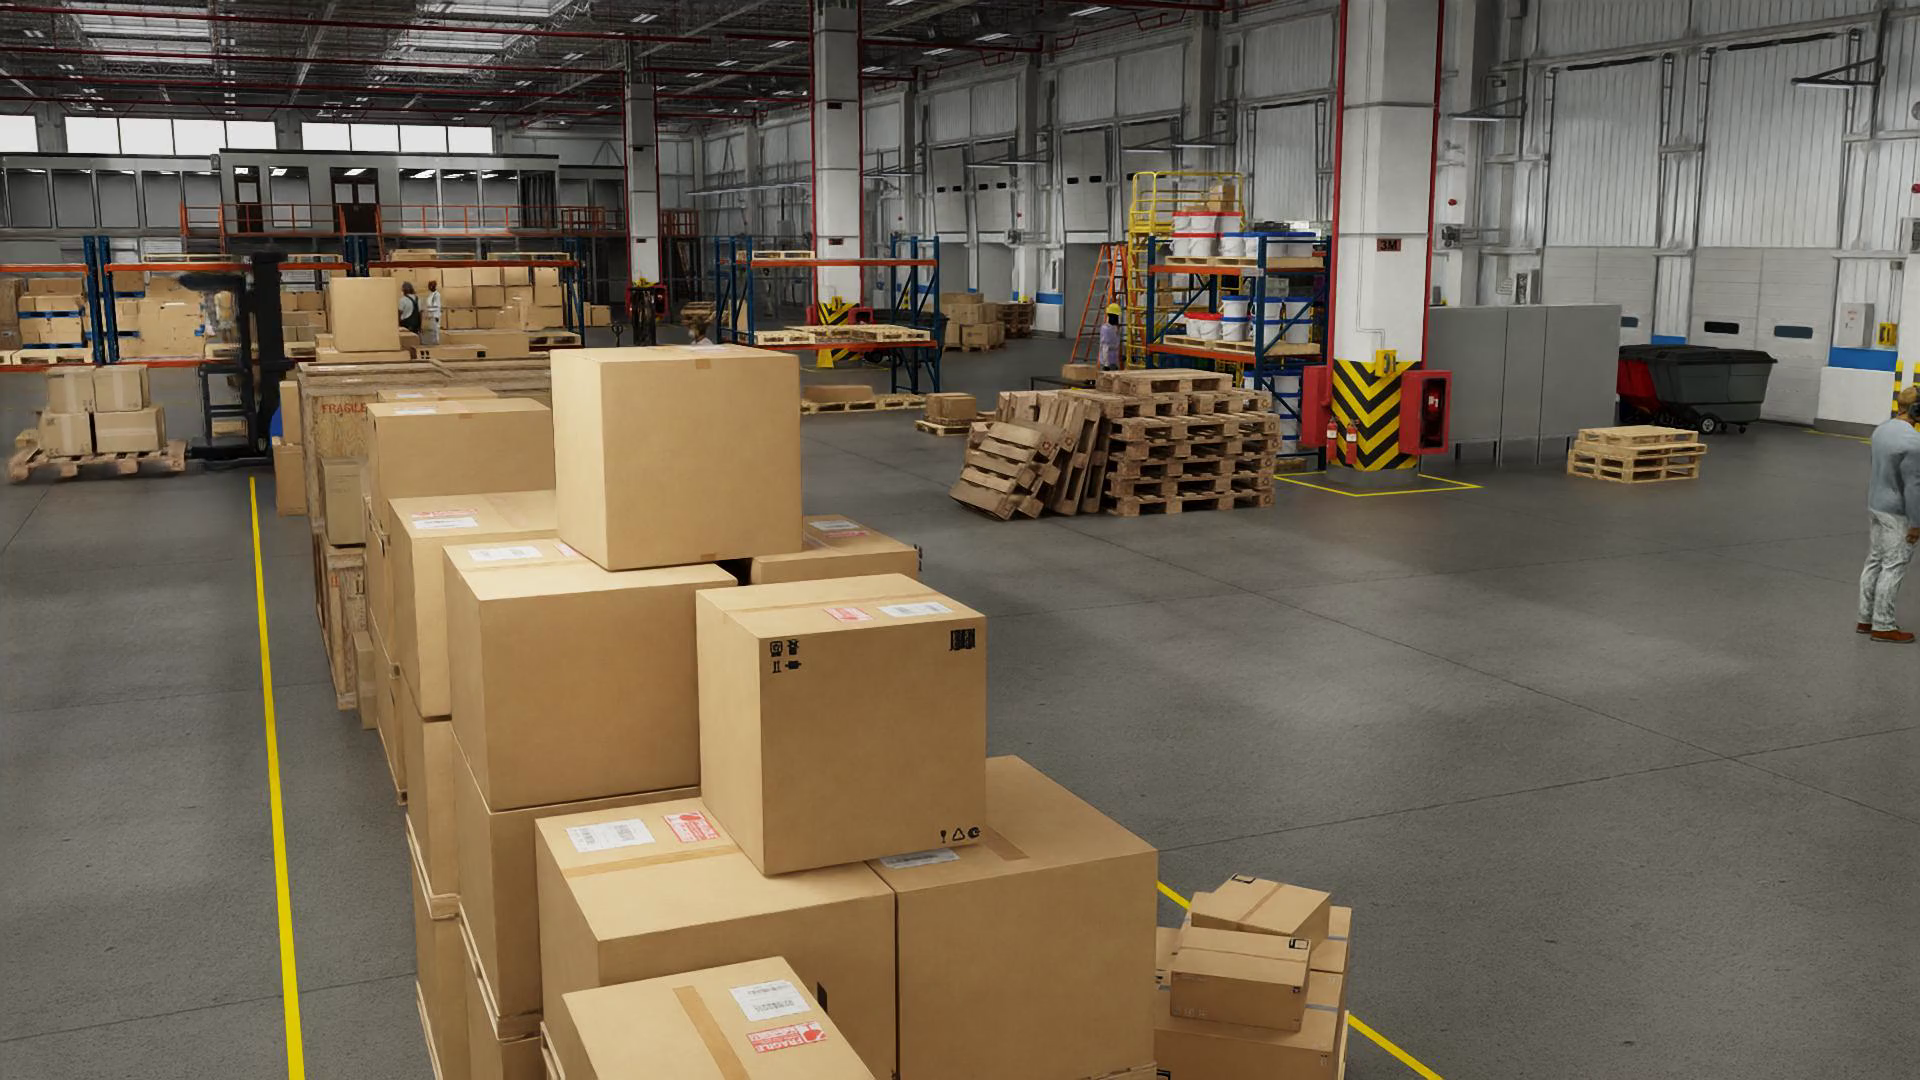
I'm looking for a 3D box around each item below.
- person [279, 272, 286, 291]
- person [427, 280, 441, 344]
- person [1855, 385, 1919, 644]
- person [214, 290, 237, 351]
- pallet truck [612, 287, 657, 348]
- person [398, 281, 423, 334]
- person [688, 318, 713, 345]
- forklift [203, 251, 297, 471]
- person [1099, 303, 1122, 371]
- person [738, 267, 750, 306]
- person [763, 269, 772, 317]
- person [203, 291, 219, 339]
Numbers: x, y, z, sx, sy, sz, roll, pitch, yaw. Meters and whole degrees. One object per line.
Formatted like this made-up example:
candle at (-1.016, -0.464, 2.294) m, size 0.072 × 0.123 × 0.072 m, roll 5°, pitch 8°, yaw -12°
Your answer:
person at (-22.209, -7.814, 54.407) m, size 0.376 × 1.917 × 0.600 m, roll 0°, pitch 10°, yaw 2°
person at (-14.071, -6.002, 44.517) m, size 0.355 × 1.882 × 0.575 m, roll -8°, pitch 13°, yaw -38°
person at (6.961, -0.191, 12.372) m, size 0.372 × 1.930 × 0.636 m, roll 0°, pitch 10°, yaw 2°
person at (-19.484, -5.955, 44.174) m, size 0.544 × 1.920 × 0.584 m, roll -10°, pitch 14°, yaw -43°
pallet truck at (-6.464, -4.406, 35.401) m, size 0.823 × 1.965 × 1.885 m, roll 6°, pitch 12°, yaw 32°
person at (-12.934, -5.115, 39.192) m, size 0.936 × 2.000 × 0.685 m, roll 4°, pitch 11°, yaw 20°
person at (-3.497, -2.023, 22.433) m, size 0.372 × 1.940 × 0.629 m, roll -6°, pitch 12°, yaw -32°
forklift at (-9.010, -2.385, 21.828) m, size 1.873 × 2.768 × 1.129 m, roll -4°, pitch 11°, yaw -23°
person at (2.516, -2.981, 27.752) m, size 0.384 × 1.924 × 0.589 m, roll 4°, pitch 11°, yaw 20°
person at (-9.621, -11.324, 74.014) m, size 0.631 × 1.826 × 0.604 m, roll -9°, pitch 13°, yaw -39°
person at (-7.387, -9.502, 63.872) m, size 0.332 × 1.861 × 0.520 m, roll -3°, pitch 11°, yaw -16°
person at (-22.762, -6.921, 49.735) m, size 1.002 × 1.839 × 0.590 m, roll 1°, pitch 10°, yaw 8°
